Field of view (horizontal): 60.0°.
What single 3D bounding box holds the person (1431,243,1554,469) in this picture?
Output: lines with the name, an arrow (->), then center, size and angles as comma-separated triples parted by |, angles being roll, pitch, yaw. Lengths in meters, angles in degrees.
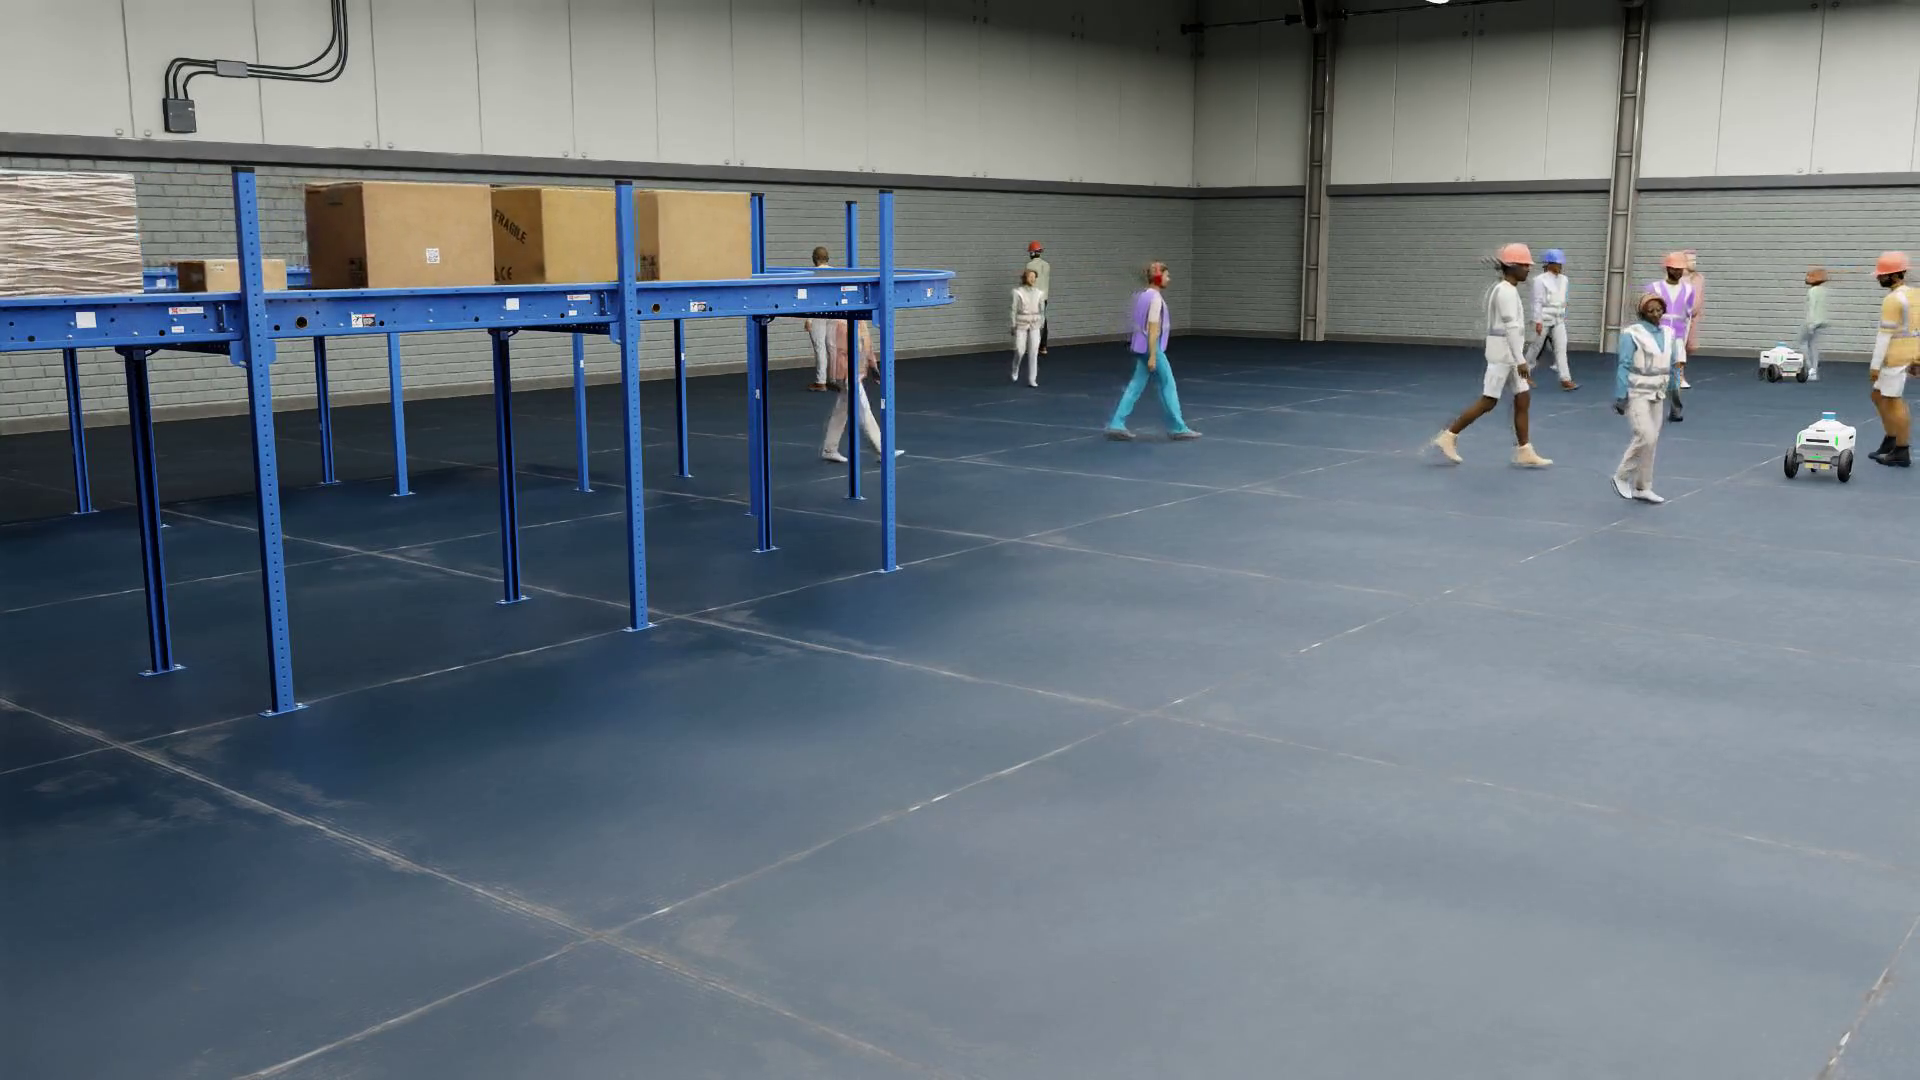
person -> 4.788, -1.646, 14.870 | 1.016, 2.010, 0.603 | 4, 11, 22

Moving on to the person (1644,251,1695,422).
person -> 8.053, -2.337, 18.973 | 0.546, 1.898, 0.980 | 2, 10, 9

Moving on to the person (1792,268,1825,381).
person -> 12.284, -3.115, 24.034 | 0.505, 1.621, 0.375 | -9, 14, -41

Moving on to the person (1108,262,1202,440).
person -> 1.955, -1.904, 16.837 | 0.955, 1.799, 0.581 | -1, 10, -8

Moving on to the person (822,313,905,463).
person -> -0.898, -1.477, 15.020 | 0.855, 1.595, 0.516 | 2, 11, 13

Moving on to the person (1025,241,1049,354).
person -> 1.346, -4.311, 29.611 | 0.392, 1.992, 0.623 | 8, 13, 38

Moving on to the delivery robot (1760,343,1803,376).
delivery robot -> 11.866, -2.607, 24.020 | 0.477, 0.478, 0.707 | 0, 10, 2

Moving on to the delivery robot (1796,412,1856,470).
delivery robot -> 7.462, -0.857, 14.320 | 0.477, 0.478, 0.707 | 8, 13, 38

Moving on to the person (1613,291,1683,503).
person -> 5.280, -1.086, 12.742 | 0.565, 1.624, 0.365 | -6, 12, -28

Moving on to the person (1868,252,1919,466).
person -> 8.373, -1.624, 14.961 | 0.588, 1.905, 0.555 | -9, 14, -40

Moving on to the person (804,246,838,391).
person -> -1.854, -2.989, 22.447 | 0.354, 1.936, 0.636 | 8, 13, 38

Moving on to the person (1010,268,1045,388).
person -> 0.923, -2.942, 23.031 | 0.520, 1.629, 0.466 | -3, 11, -16

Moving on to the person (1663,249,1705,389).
person -> 9.958, -3.057, 22.963 | 0.649, 1.889, 0.616 | -2, 11, -13

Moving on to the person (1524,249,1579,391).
person -> 7.975, -2.981, 22.532 | 0.637, 1.896, 1.017 | -4, 11, -22

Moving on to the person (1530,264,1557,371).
person -> 9.062, -3.443, 25.744 | 0.877, 1.643, 0.550 | -3, 11, -16
